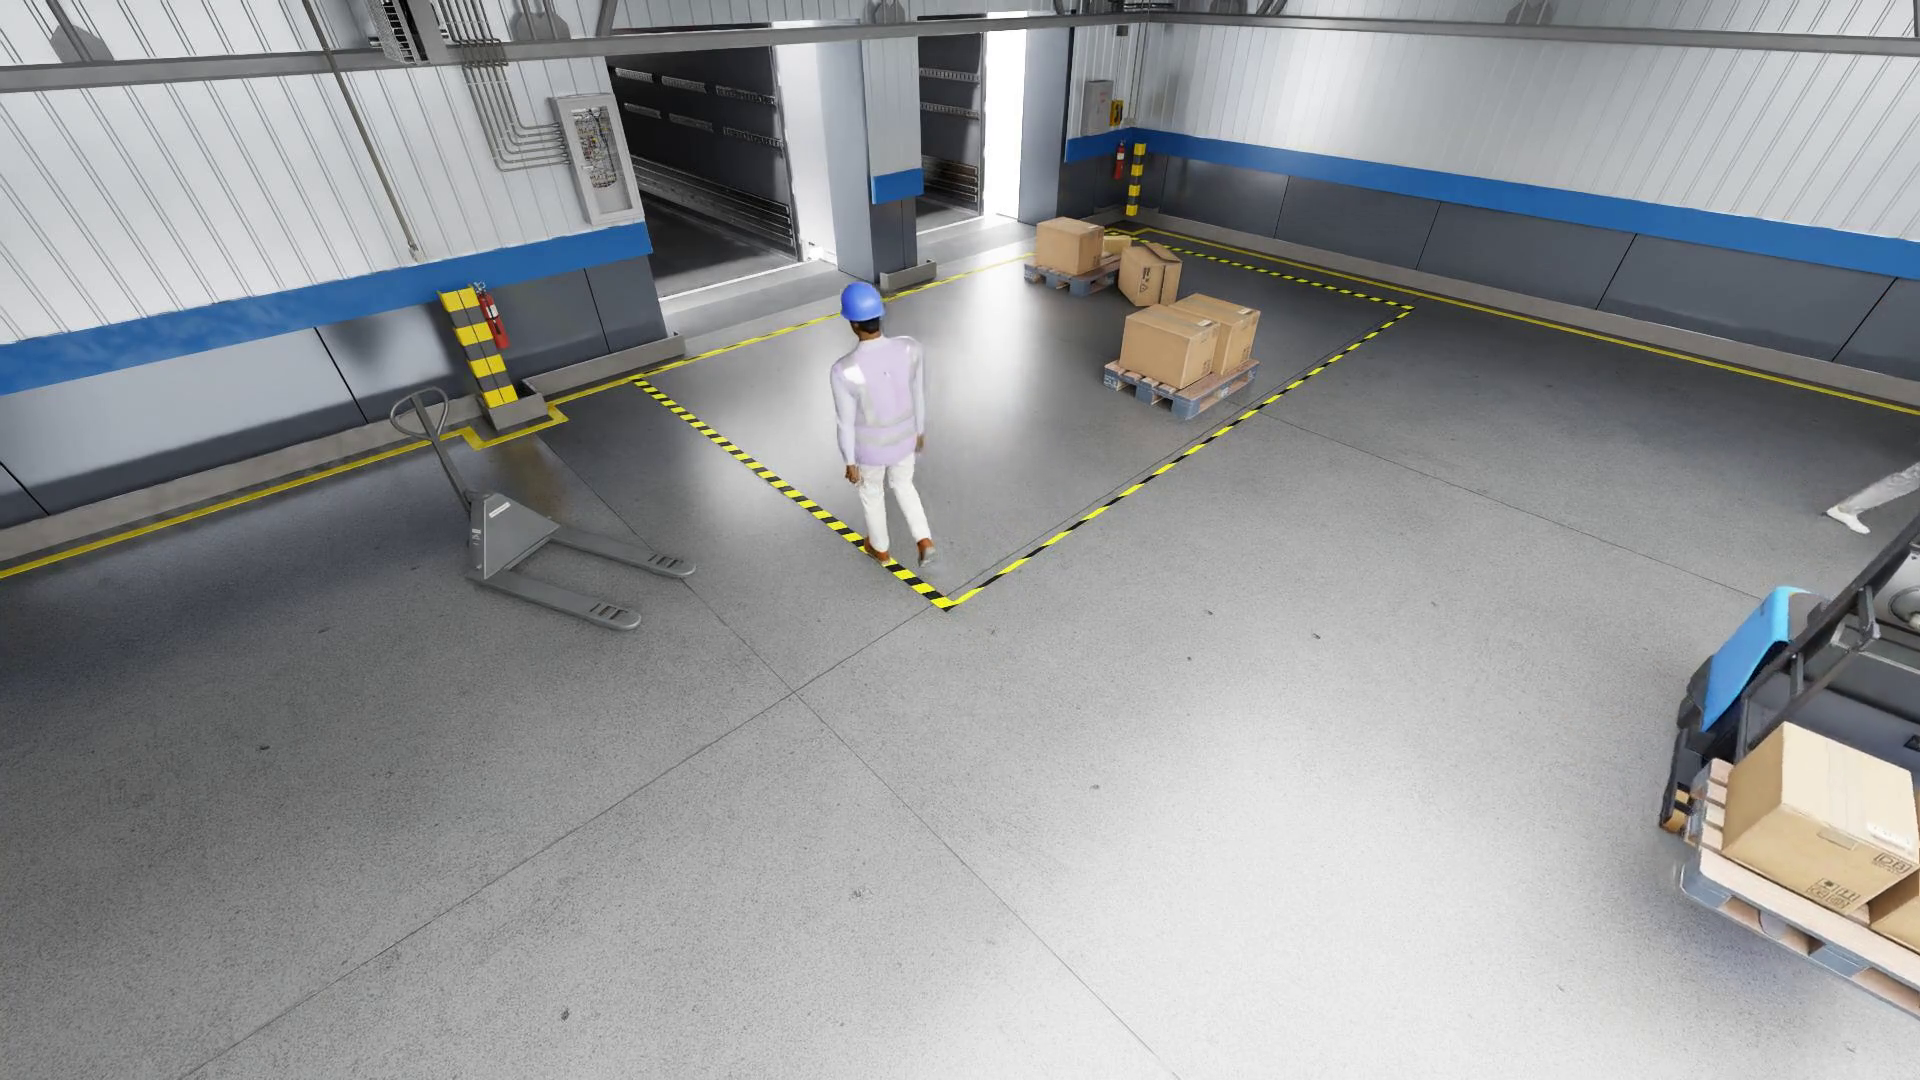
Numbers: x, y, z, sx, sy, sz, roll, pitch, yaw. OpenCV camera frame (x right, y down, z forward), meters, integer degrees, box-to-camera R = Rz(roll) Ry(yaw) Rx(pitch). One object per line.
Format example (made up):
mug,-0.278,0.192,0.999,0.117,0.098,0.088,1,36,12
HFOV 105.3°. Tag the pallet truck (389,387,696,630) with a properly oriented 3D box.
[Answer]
pallet truck,-2.613,-0.247,4.593,1.601,1.201,0.680,14,40,17

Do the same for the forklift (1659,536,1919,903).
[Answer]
forklift,4.166,0.351,3.164,0.716,2.013,0.776,29,46,32

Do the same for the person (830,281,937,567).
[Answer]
person,-0.441,-0.571,4.445,0.605,1.925,0.687,-22,43,-26

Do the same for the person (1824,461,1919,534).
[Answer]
person,6.590,-0.551,4.690,0.555,1.593,0.856,-15,40,-19
